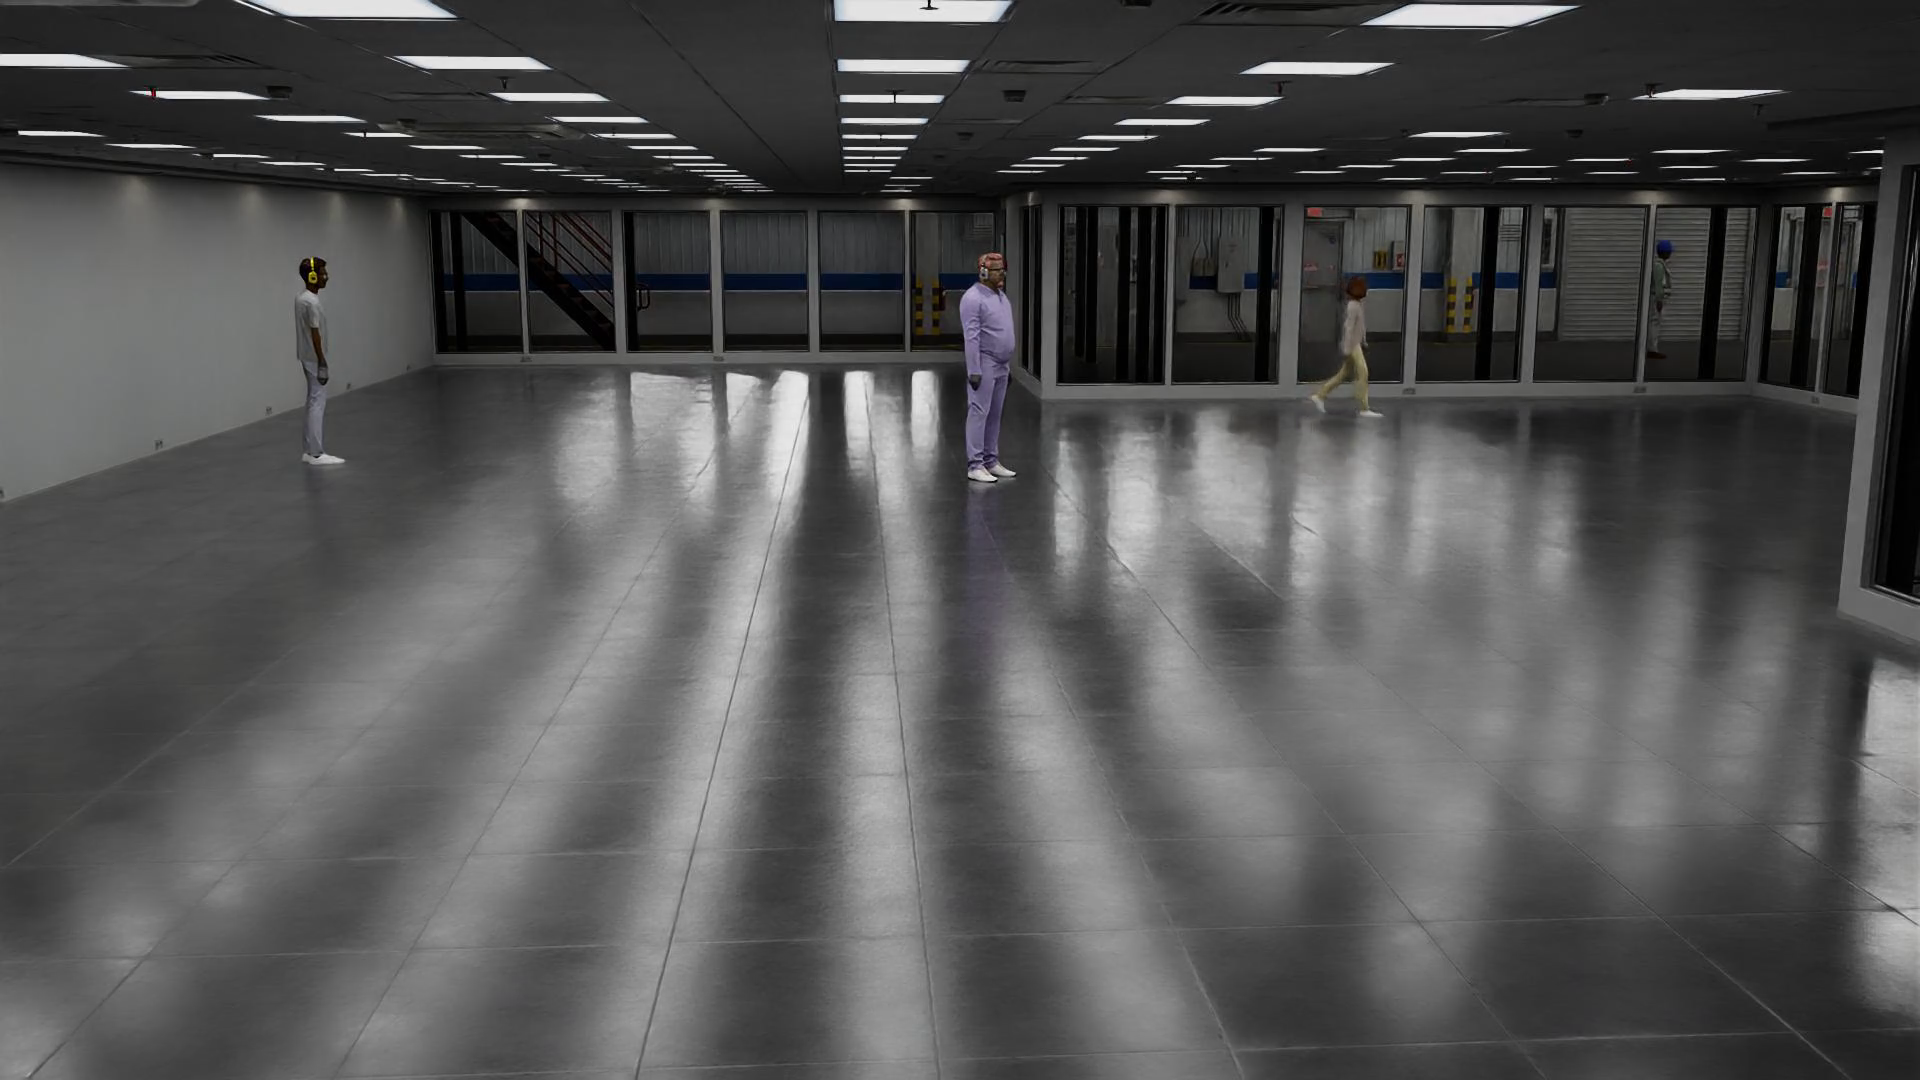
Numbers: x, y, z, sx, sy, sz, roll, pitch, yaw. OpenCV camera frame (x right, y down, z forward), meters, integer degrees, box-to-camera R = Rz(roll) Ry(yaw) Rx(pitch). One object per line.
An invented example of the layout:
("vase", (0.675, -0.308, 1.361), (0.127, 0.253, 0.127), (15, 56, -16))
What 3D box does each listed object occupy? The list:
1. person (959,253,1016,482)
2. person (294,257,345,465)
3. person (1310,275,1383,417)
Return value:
("person", (0.261, -1.452, 14.016), (0.409, 1.909, 0.641), (6, 12, 28))
("person", (-5.786, -1.598, 14.952), (0.322, 1.865, 0.517), (-6, 12, -31))
("person", (4.398, -2.196, 18.851), (0.781, 1.604, 0.511), (3, 11, 17))
